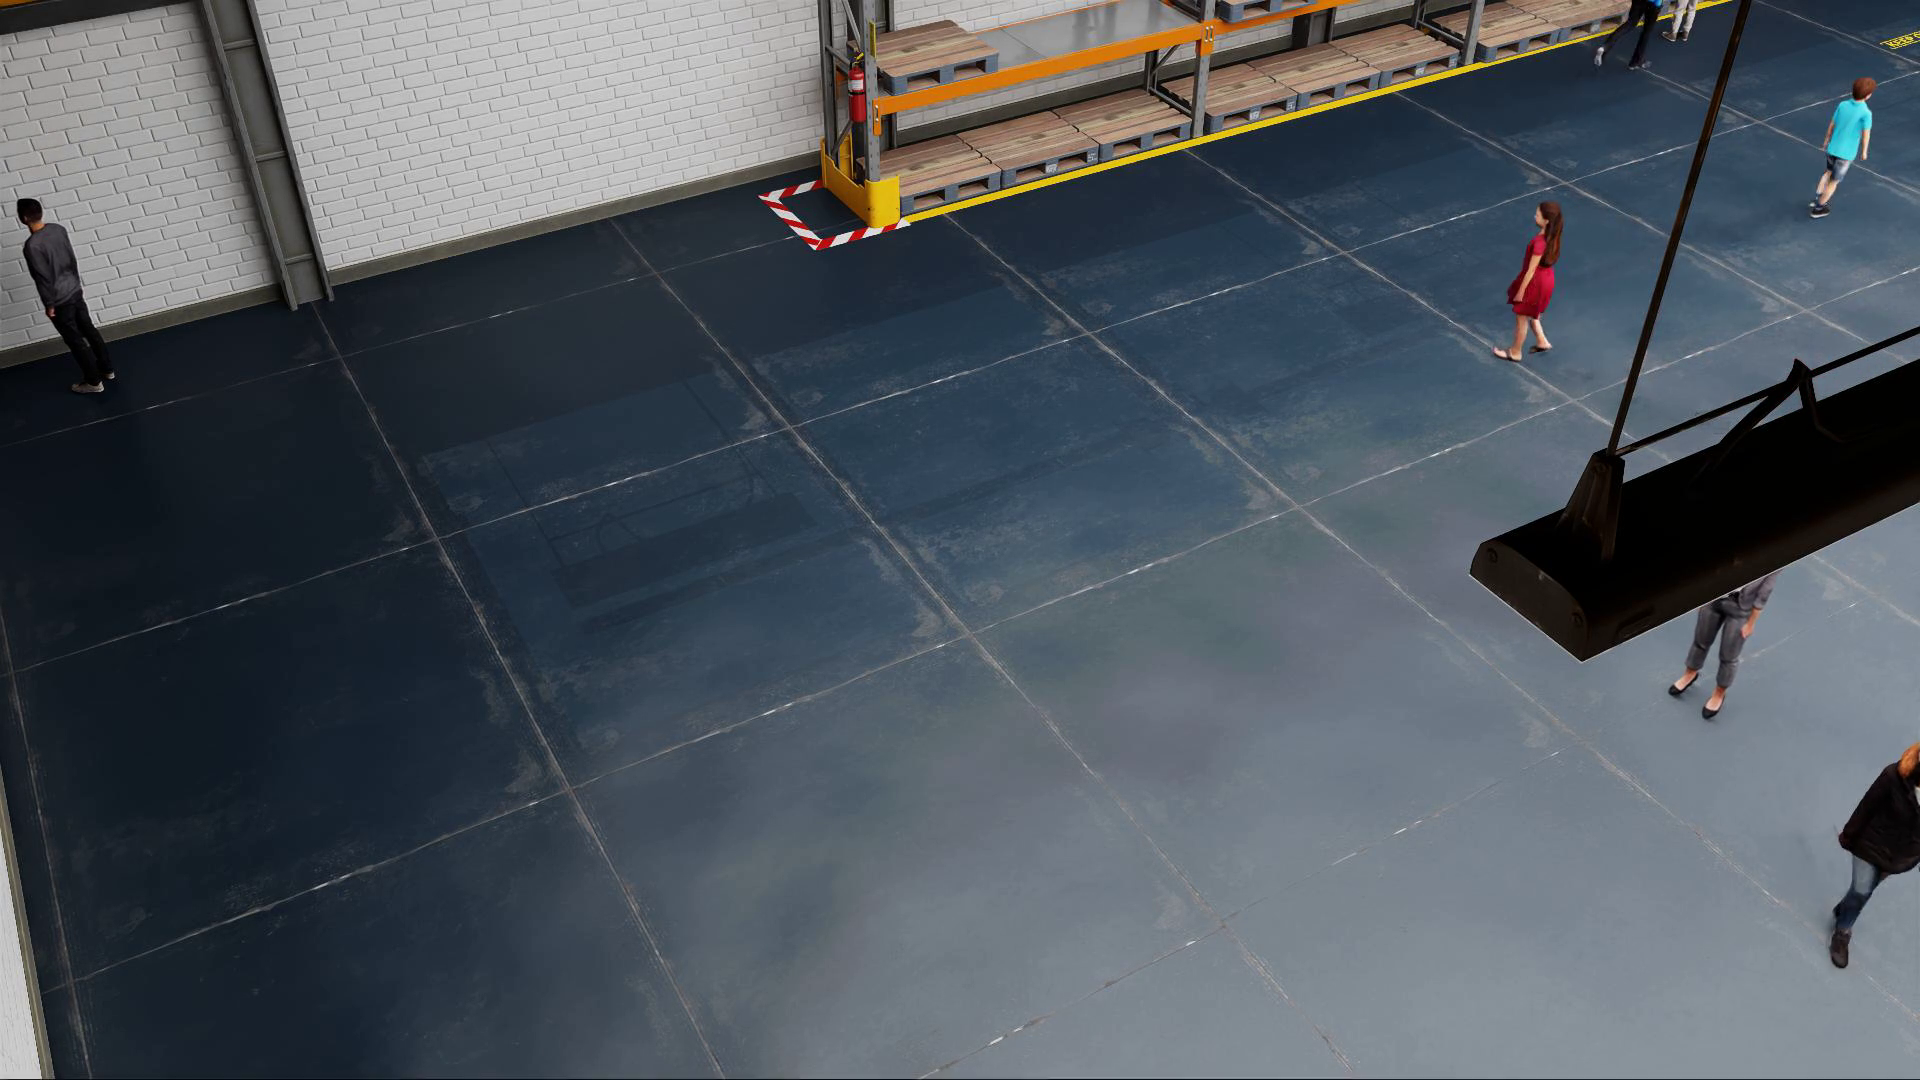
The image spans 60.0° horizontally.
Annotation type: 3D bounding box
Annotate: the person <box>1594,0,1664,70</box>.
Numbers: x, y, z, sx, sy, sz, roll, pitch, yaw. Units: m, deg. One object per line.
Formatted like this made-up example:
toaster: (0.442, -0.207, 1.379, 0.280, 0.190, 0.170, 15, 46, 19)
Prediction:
person: (7.842, -6.212, 19.125, 1.092, 1.774, 0.727, -18, 42, -21)

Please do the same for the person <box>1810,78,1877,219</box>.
person: (8.686, -3.862, 16.452, 0.563, 1.436, 0.535, -17, 42, -20)

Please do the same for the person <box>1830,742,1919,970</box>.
person: (5.245, 1.644, 9.408, 0.835, 1.622, 0.893, 7, 39, 9)

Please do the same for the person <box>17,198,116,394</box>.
person: (-7.514, -2.053, 13.927, 0.734, 1.761, 0.697, 6, 39, 7)

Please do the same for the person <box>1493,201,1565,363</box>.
person: (4.998, -2.188, 14.268, 0.763, 1.546, 0.756, 26, 45, 29)

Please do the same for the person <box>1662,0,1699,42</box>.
person: (8.836, -6.693, 20.098, 0.513, 1.311, 0.608, -4, 39, -5)

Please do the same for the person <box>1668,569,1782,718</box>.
person: (5.034, 0.442, 10.873, 0.579, 1.672, 0.614, -22, 44, -26)
